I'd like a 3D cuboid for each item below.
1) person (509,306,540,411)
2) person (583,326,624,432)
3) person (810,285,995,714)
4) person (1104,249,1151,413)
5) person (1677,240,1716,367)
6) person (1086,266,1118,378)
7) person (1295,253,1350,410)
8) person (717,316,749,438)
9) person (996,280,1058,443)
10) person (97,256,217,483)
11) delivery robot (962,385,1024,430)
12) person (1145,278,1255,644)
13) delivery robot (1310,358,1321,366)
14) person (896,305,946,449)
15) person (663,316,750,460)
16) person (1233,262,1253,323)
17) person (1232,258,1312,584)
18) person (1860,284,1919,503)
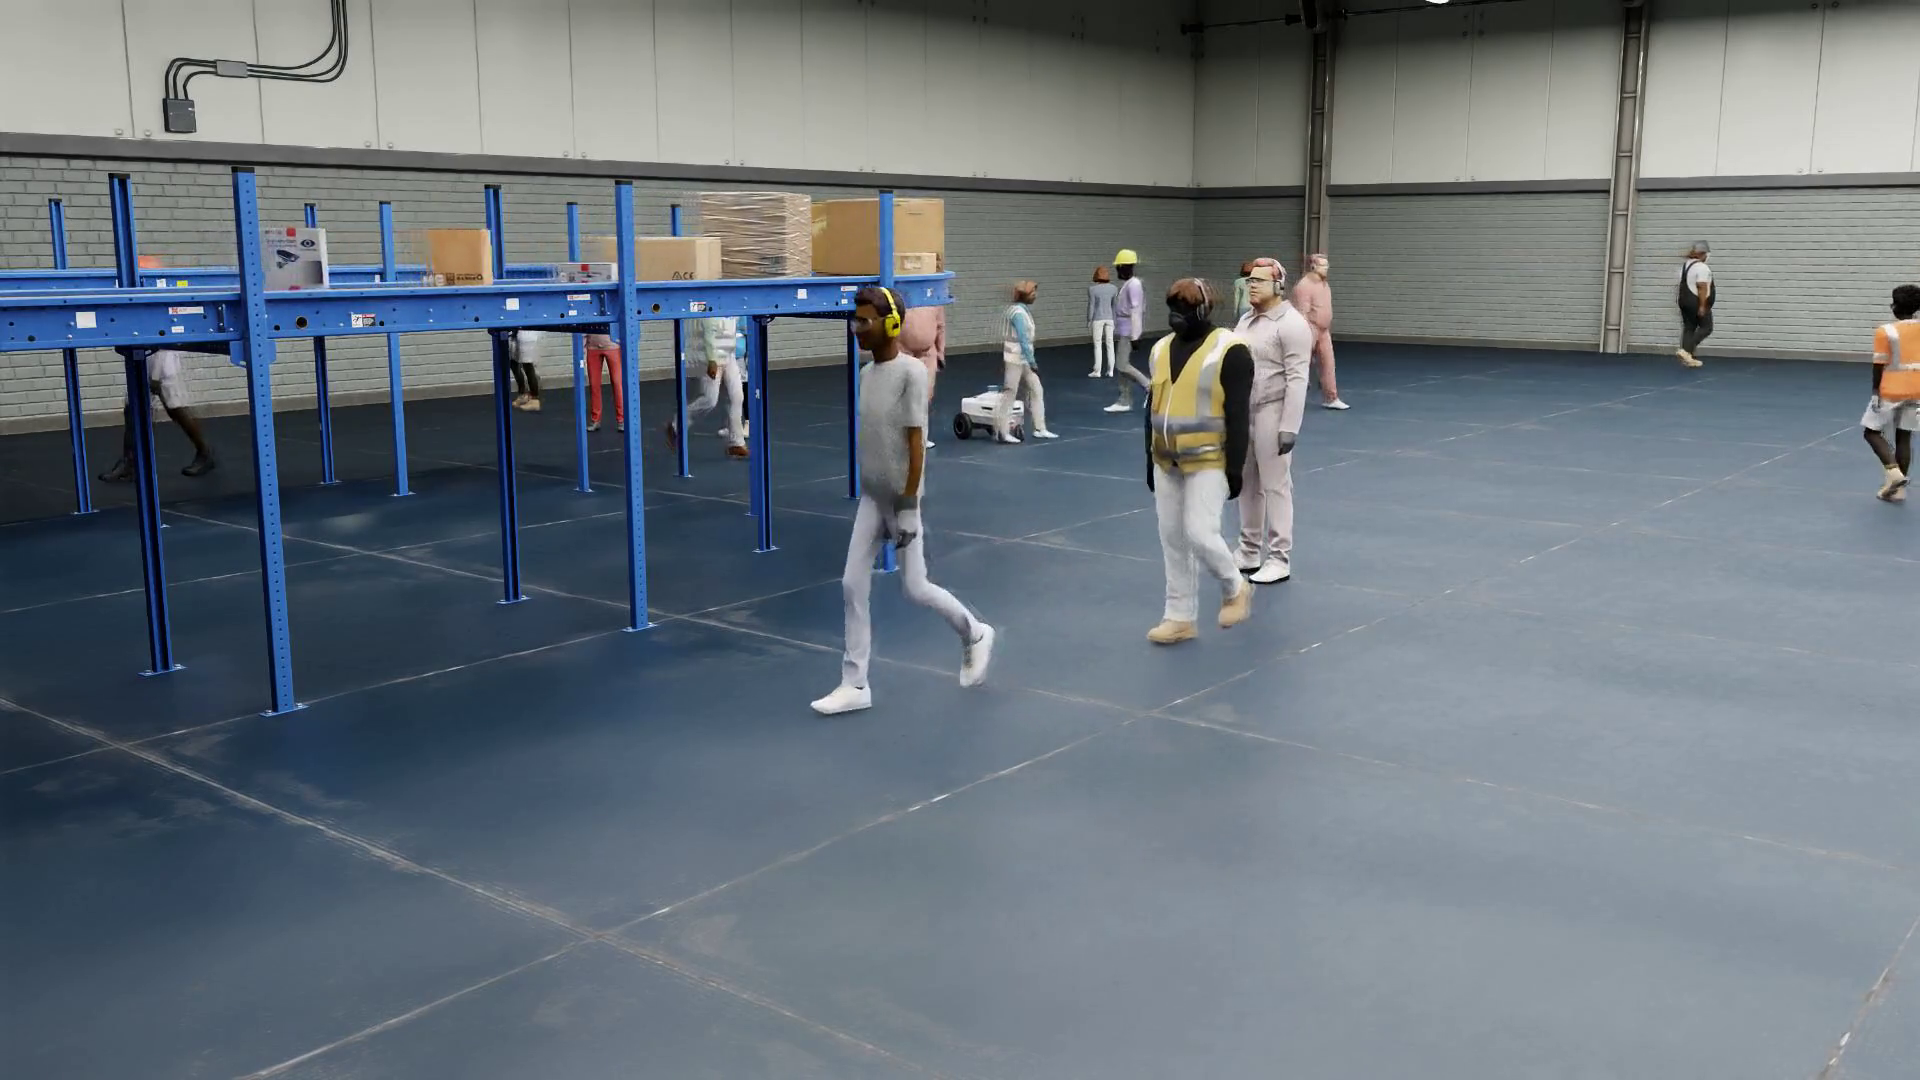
[{"bbox_3d":[-5.244,-2.370,19.698,0.527,1.677,0.557,-1,10,-5],"label":"person"},{"bbox_3d":[-3.761,-2.012,17.557,0.537,1.756,0.377,1,10,7],"label":"person"},{"bbox_3d":[-0.240,-0.190,7.236,0.859,1.838,0.516,-9,13,-40],"label":"person"},{"bbox_3d":[2.017,-2.448,19.526,0.559,1.911,0.593,0,10,0],"label":"person"},{"bbox_3d":[11.786,-3.767,26.589,0.536,2.000,0.708,-1,10,-6],"label":"person"},{"bbox_3d":[2.095,-3.220,24.570,0.498,1.633,0.282,-5,11,-24],"label":"person"},{"bbox_3d":[4.217,-2.519,20.054,0.968,1.867,0.660,9,13,40],"label":"person"},{"bbox_3d":[-2.323,-1.885,17.048,0.539,1.686,0.333,7,12,33],"label":"person"},{"bbox_3d":[0.684,-1.762,16.545,0.729,1.611,0.516,2,11,13],"label":"person"},{"bbox_3d":[-6.808,-1.449,14.061,0.560,1.892,0.982,8,13,37],"label":"person"},{"bbox_3d":[0.334,-1.330,16.935,0.477,0.478,0.707,-8,12,-36],"label":"delivery robot"},{"bbox_3d":[1.183,-0.391,8.336,0.495,1.832,0.645,-9,13,-40],"label":"person"},{"bbox_3d":[4.691,-2.532,22.882,0.335,0.223,0.698,-6,12,-29],"label":"delivery robot"},{"bbox_3d":[-0.497,-1.809,16.148,0.770,1.870,0.486,-4,11,-23],"label":"person"},{"bbox_3d":[-2.305,-1.690,15.302,0.828,1.917,0.604,3,11,19],"label":"person"},{"bbox_3d":[4.992,-4.004,28.914,0.499,1.633,0.283,0,10,-3],"label":"person"},{"bbox_3d":[1.782,-0.711,9.898,0.409,1.913,0.650,-5,11,-25],"label":"person"},{"bbox_3d":[7.253,-1.120,12.808,0.534,1.687,0.402,-1,10,-5],"label":"person"}]
